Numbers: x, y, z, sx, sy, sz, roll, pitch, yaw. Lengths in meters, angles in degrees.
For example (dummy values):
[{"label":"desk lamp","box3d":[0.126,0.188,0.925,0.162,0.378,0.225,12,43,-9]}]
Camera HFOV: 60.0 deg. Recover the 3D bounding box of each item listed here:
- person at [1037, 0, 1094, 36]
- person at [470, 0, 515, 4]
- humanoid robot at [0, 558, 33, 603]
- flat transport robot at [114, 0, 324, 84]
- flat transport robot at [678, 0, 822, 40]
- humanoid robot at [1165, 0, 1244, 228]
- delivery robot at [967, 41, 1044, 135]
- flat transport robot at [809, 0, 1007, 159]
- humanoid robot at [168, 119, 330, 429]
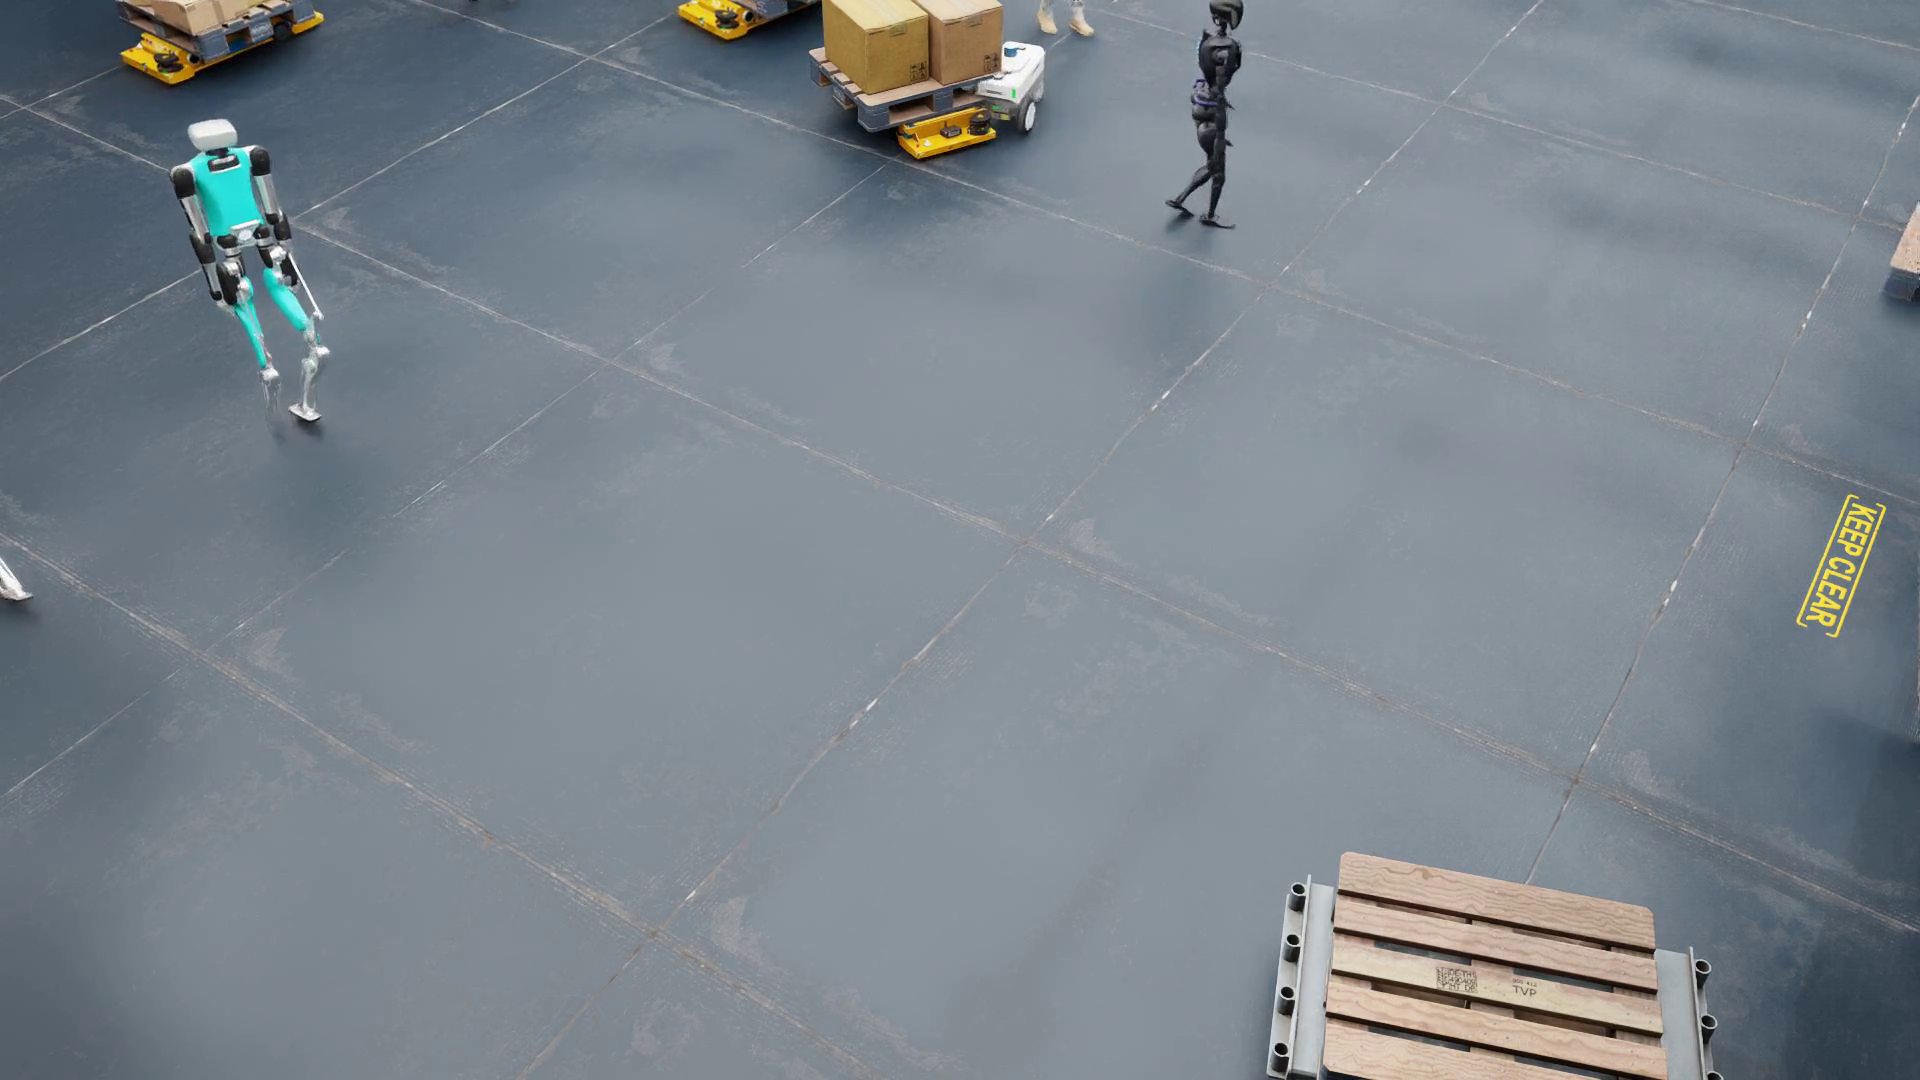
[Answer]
[{"label":"person","box3d":[0.852,-4.867,13.047,0.475,1.871,0.407,-21,46,-22]},{"label":"person","box3d":[-3.903,-5.235,13.474,0.681,1.826,0.422,0,42,1]},{"label":"humanoid robot","box3d":[-5.134,-0.422,8.149,1.002,1.742,0.553,31,50,30]},{"label":"flat transport robot","box3d":[-5.910,-4.073,13.338,0.659,0.231,1.431,27,48,27]},{"label":"flat transport robot","box3d":[-1.589,-4.567,13.890,1.431,0.231,0.659,-33,51,-31]},{"label":"humanoid robot","box3d":[1.638,-2.793,10.865,0.475,1.640,0.607,2,42,3]},{"label":"delivery robot","box3d":[0.363,-3.385,12.364,0.499,0.611,0.814,14,44,15]},{"label":"flat transport robot","box3d":[-0.368,-3.303,12.476,0.659,0.231,1.431,-21,46,-21]},{"label":"humanoid robot","box3d":[-3.816,-1.365,9.253,0.565,1.813,0.853,-32,51,-31]}]
